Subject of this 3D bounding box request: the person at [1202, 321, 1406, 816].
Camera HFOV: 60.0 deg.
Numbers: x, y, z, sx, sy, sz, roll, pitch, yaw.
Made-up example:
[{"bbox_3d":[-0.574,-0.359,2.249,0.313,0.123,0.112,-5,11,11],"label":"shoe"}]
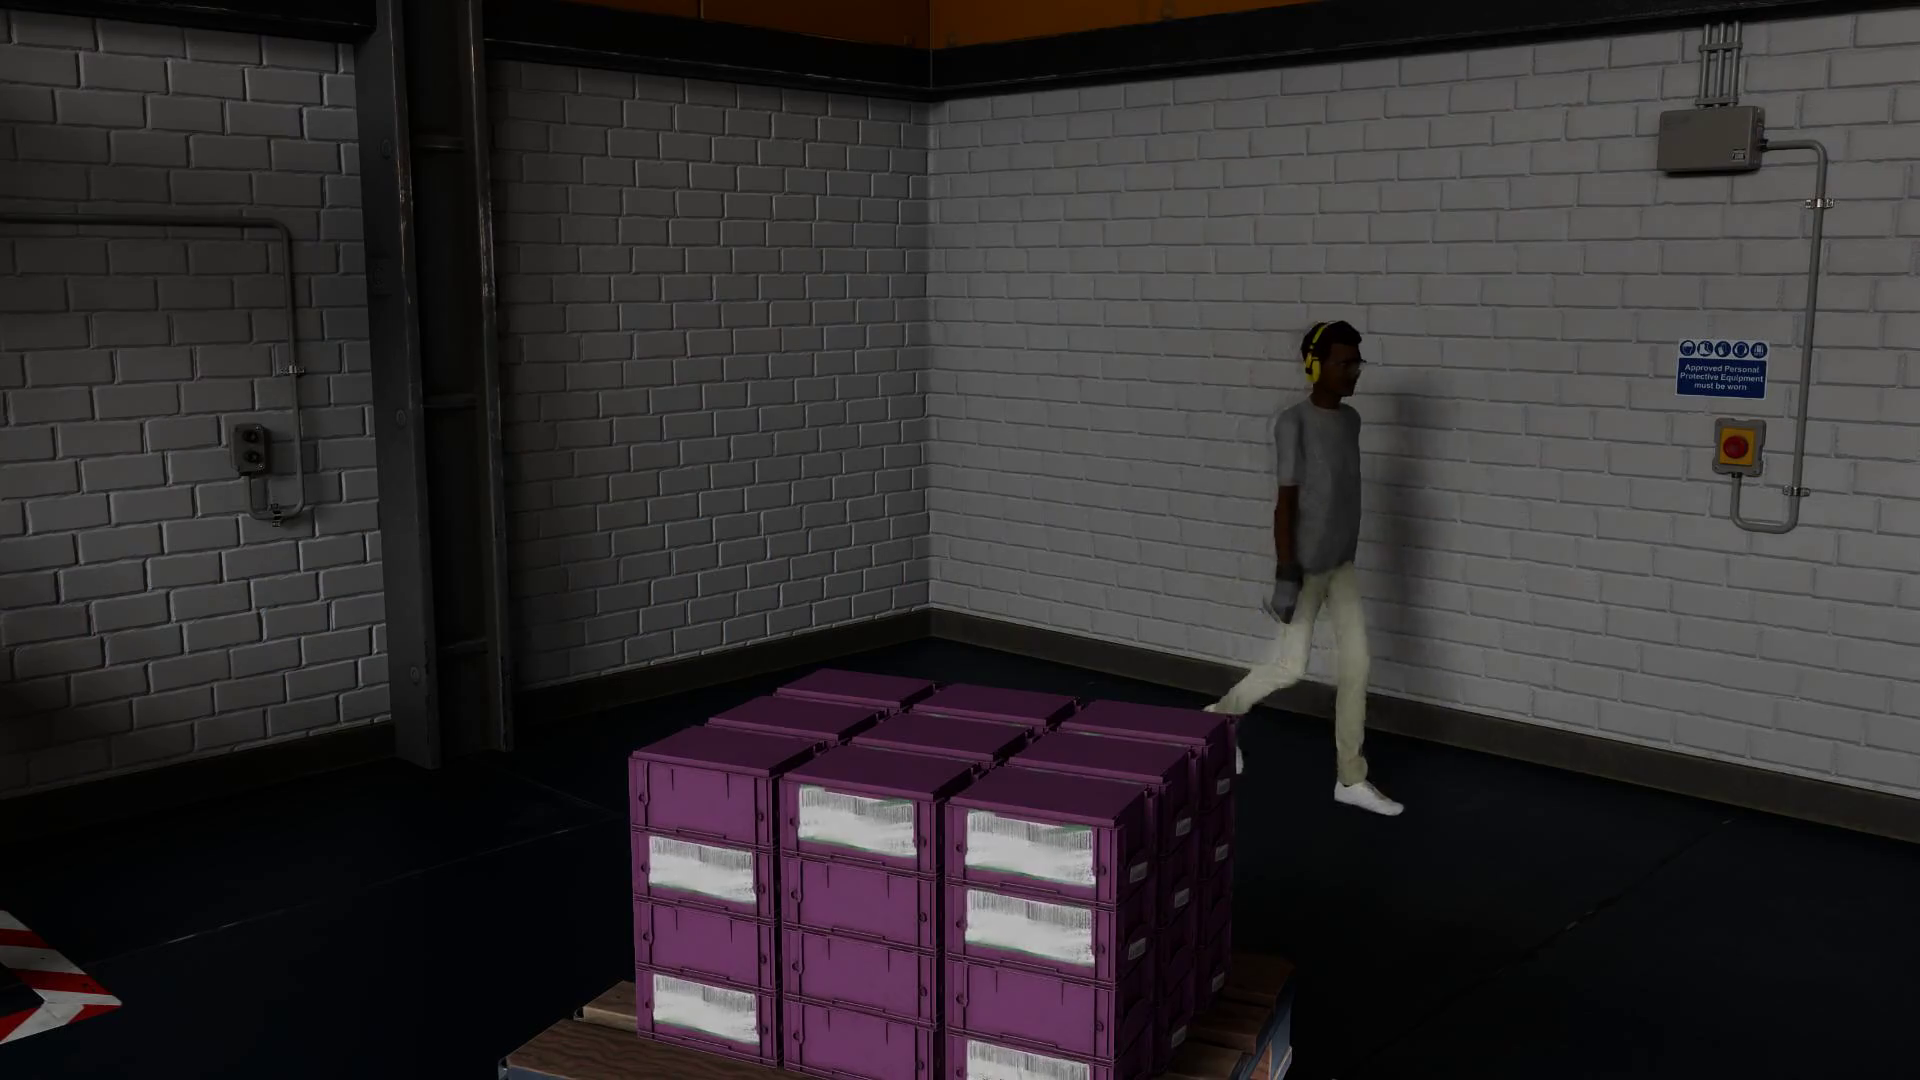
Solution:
[{"bbox_3d":[1.308,0.085,6.330,0.518,1.841,0.842,-8,12,-41],"label":"person"}]
